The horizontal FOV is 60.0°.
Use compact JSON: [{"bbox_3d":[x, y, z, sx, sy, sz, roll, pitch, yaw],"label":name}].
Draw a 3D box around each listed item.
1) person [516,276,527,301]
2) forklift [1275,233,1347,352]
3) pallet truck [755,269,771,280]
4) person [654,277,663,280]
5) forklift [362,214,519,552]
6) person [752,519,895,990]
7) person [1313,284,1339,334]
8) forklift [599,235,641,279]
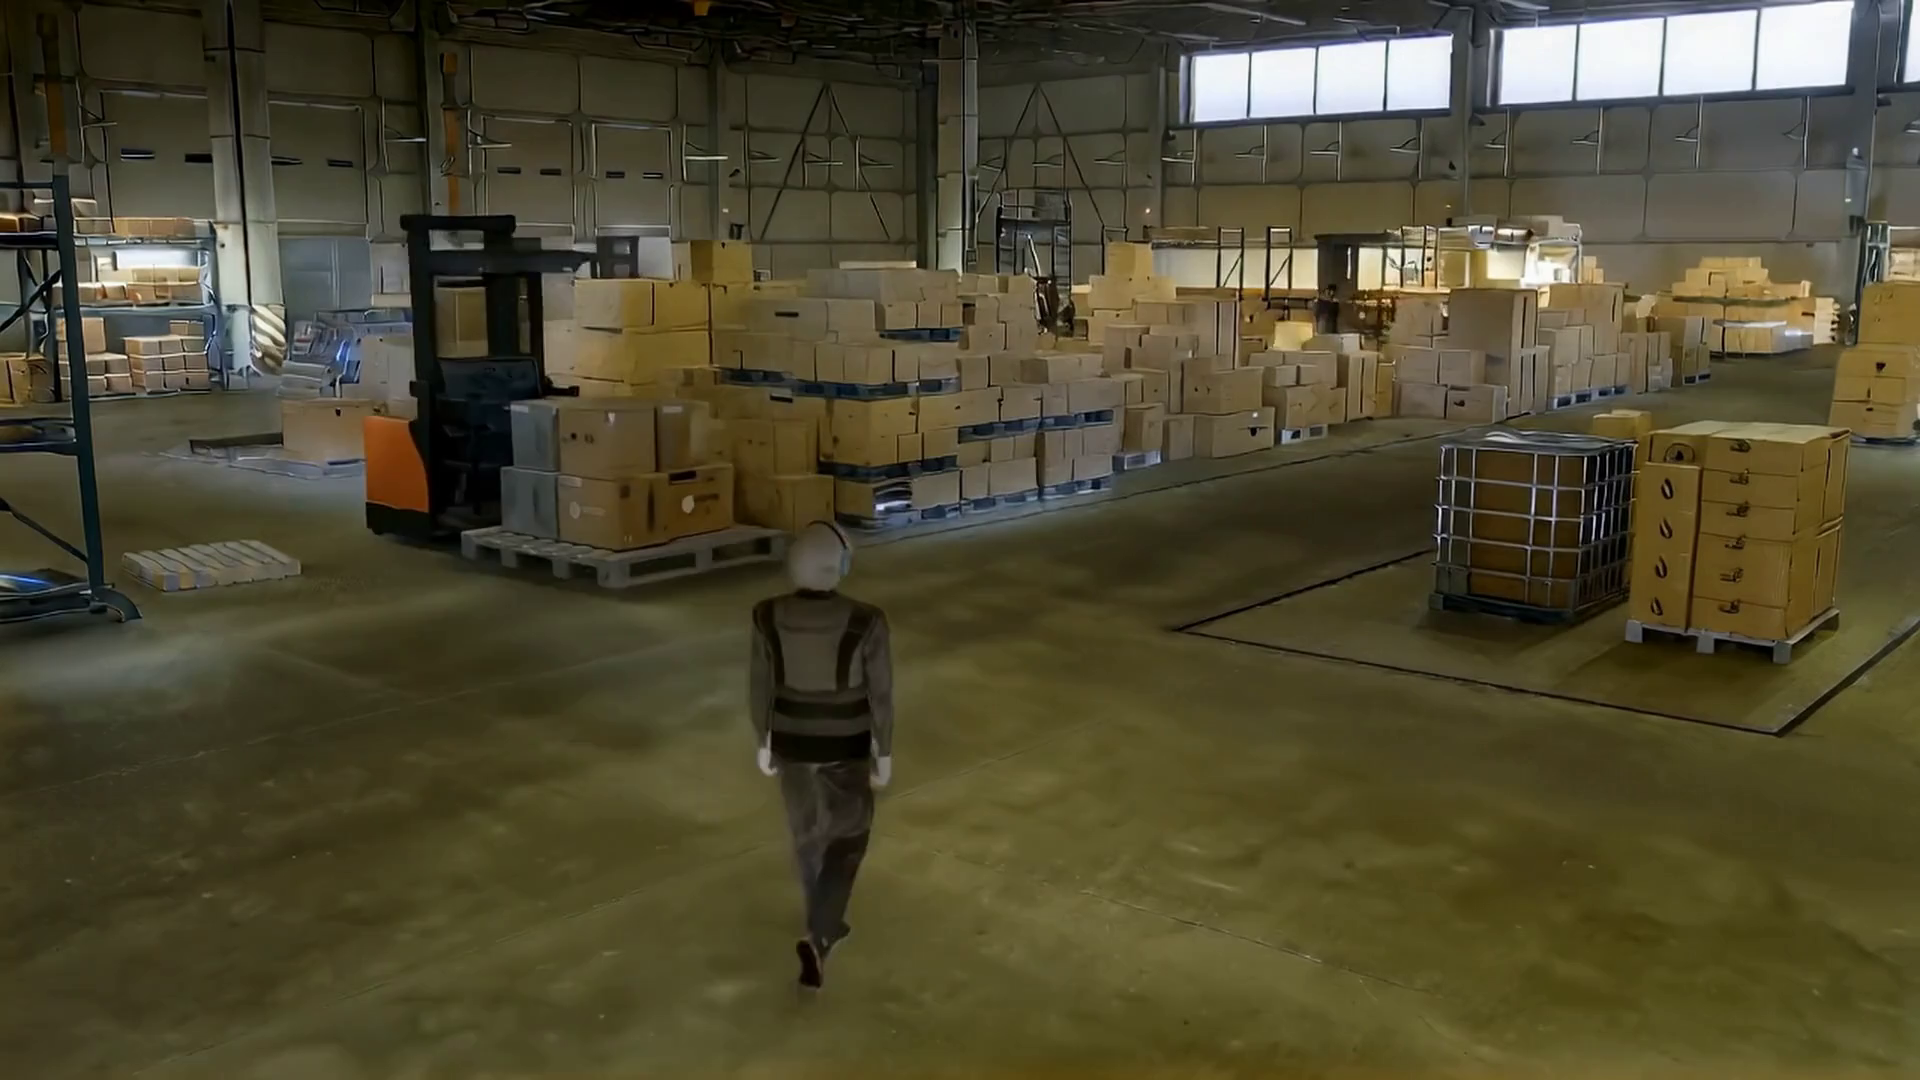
[{"bbox_3d":[-11.219,-5.864,42.676,1.037,1.861,0.580,-2,10,-13],"label":"person"},{"bbox_3d":[7.275,-4.634,32.777,1.873,2.768,1.129,6,12,30],"label":"forklift"},{"bbox_3d":[-4.996,-6.432,45.525,1.885,1.965,0.823,-6,12,-32],"label":"pallet truck"},{"bbox_3d":[-6.512,-4.725,36.023,0.636,1.928,0.383,-4,11,-24],"label":"person"},{"bbox_3d":[-4.262,-1.397,14.345,1.873,2.768,1.129,8,13,40],"label":"forklift"},{"bbox_3d":[-0.494,0.740,5.781,0.518,1.618,0.634,3,10,16],"label":"person"},{"bbox_3d":[6.217,-3.366,28.236,0.631,1.938,0.362,-9,13,-42],"label":"person"},{"bbox_3d":[-7.656,-5.502,37.721,1.873,2.768,1.129,8,13,40],"label":"forklift"}]
